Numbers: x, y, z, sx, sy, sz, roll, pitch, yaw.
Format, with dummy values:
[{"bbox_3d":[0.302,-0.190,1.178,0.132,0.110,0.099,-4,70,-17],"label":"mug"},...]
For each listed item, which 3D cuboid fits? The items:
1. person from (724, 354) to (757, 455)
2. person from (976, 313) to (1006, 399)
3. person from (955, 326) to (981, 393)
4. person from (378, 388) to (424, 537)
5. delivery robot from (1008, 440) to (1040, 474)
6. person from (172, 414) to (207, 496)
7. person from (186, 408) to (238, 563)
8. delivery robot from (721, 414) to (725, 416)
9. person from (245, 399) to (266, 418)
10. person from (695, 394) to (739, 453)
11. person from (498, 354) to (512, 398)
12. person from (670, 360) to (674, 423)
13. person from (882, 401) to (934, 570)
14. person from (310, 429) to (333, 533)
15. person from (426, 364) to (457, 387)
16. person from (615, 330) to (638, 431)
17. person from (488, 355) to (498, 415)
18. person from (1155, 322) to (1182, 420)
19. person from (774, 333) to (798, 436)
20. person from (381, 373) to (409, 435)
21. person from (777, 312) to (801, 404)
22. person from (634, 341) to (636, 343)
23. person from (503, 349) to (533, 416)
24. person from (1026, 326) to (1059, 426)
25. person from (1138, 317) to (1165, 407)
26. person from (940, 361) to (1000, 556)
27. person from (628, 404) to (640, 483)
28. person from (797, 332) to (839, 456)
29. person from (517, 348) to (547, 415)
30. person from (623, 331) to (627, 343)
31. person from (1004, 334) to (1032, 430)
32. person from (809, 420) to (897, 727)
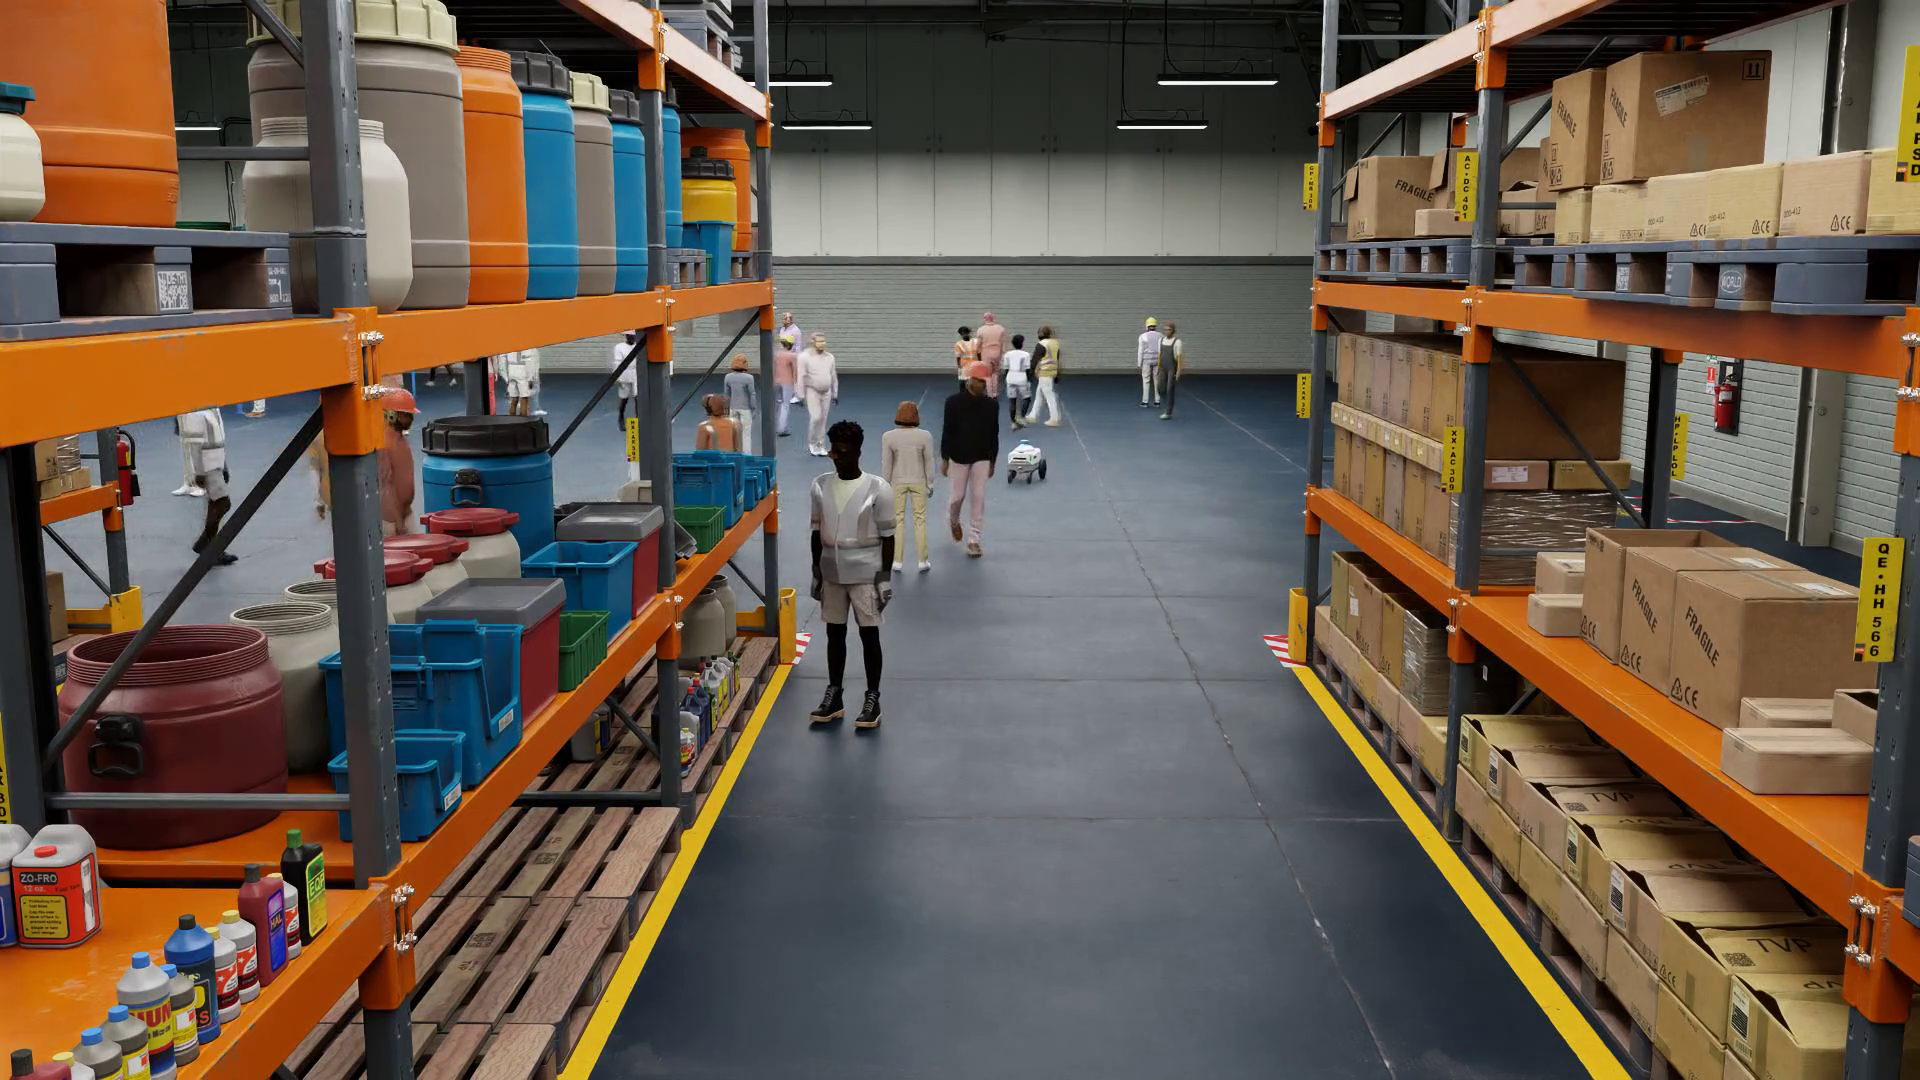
[{"bbox_3d":[-3.163,-1.867,24.038,0.505,1.636,0.279,4,10,22],"label":"person"},{"bbox_3d":[0.615,-3.924,35.619,0.657,1.878,0.705,-3,10,-19],"label":"person"},{"bbox_3d":[0.225,-3.534,33.954,0.657,1.662,0.318,-3,10,-20],"label":"person"},{"bbox_3d":[-4.383,-0.201,13.061,0.628,1.965,0.607,1,10,8],"label":"person"},{"bbox_3d":[0.878,-1.118,22.632,0.477,0.478,0.707,2,10,12],"label":"delivery robot"},{"bbox_3d":[-9.810,-1.495,21.127,0.512,1.868,0.329,4,10,25],"label":"person"},{"bbox_3d":[-7.301,-0.717,16.274,0.400,1.926,0.566,-1,10,-5],"label":"person"},{"bbox_3d":[-4.017,-2.303,28.952,0.335,0.223,0.698,4,10,22],"label":"delivery robot"},{"bbox_3d":[-13.549,-3.324,31.858,0.352,1.937,0.635,-1,10,-8],"label":"person"},{"bbox_3d":[-2.536,-0.688,17.009,0.656,1.609,0.551,7,12,37],"label":"person"},{"bbox_3d":[-9.843,-4.062,36.292,0.621,1.931,0.699,-8,13,-41],"label":"person"},{"bbox_3d":[-5.545,-3.090,30.627,0.573,1.883,0.356,2,10,14],"label":"person"},{"bbox_3d":[-0.497,-0.520,15.975,0.499,1.634,0.278,0,9,1],"label":"person"},{"bbox_3d":[-5.298,-0.382,14.281,0.572,1.921,0.574,1,9,4],"label":"person"},{"bbox_3d":[-12.351,-4.453,39.485,0.903,1.650,0.538,6,11,31],"label":"person"},{"bbox_3d":[-5.768,-2.822,28.991,0.545,1.907,0.908,-5,11,-27],"label":"person"},{"bbox_3d":[-8.883,-3.099,31.018,0.530,1.772,0.303,-3,10,-15],"label":"person"},{"bbox_3d":[3.934,-3.205,31.454,0.534,1.836,0.416,8,12,39],"label":"person"},{"bbox_3d":[-2.944,-2.657,28.414,0.549,1.738,0.588,6,11,30],"label":"person"},{"bbox_3d":[-9.704,-2.685,28.178,0.655,1.889,0.710,8,12,40],"label":"person"},{"bbox_3d":[-3.613,-3.834,35.030,0.399,1.903,0.644,-8,12,-39],"label":"person"},{"bbox_3d":[-6.297,-3.654,33.660,0.535,2.000,0.709,-9,13,-43],"label":"person"},{"bbox_3d":[-7.470,-2.780,28.288,0.615,2.041,0.391,7,12,35],"label":"person"},{"bbox_3d":[1.452,-2.985,30.257,0.915,1.796,0.645,5,11,26],"label":"person"},{"bbox_3d":[3.914,-3.636,34.057,0.600,1.827,0.404,-2,10,-14],"label":"person"},{"bbox_3d":[0.082,-0.856,16.990,0.636,1.970,0.785,-3,10,-15],"label":"person"},{"bbox_3d":[-2.533,-0.255,13.661,0.368,1.882,0.582,1,10,9],"label":"person"},{"bbox_3d":[-2.120,-2.212,25.321,0.672,1.892,0.502,-7,12,-37],"label":"person"},{"bbox_3d":[-8.341,-3.228,32.265,0.557,1.615,0.526,-5,11,-27],"label":"person"},{"bbox_3d":[-7.965,-4.810,40.818,0.585,1.920,0.382,1,10,8],"label":"person"},{"bbox_3d":[1.046,-2.793,29.412,0.552,1.682,0.435,6,11,31],"label":"person"},{"bbox_3d":[-0.694,0.211,10.601,0.608,1.965,0.369,5,11,26],"label":"person"}]
